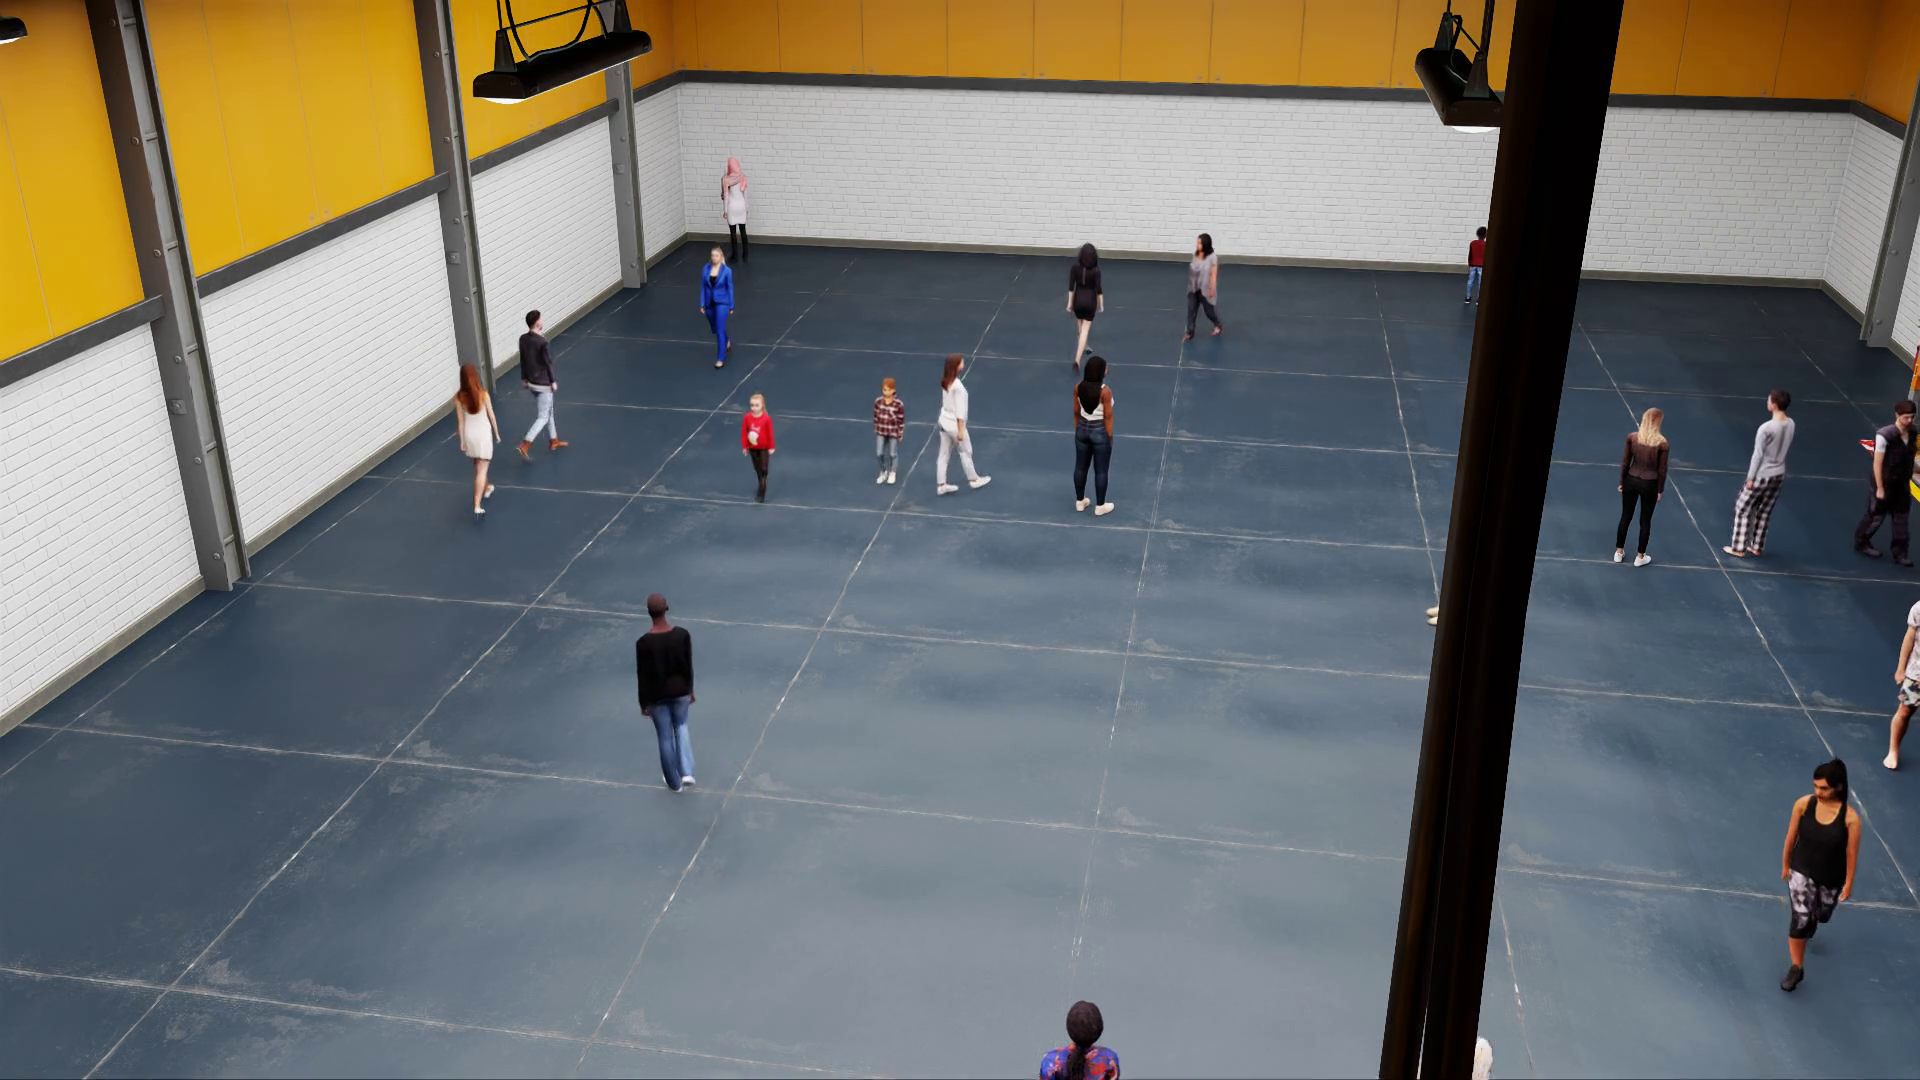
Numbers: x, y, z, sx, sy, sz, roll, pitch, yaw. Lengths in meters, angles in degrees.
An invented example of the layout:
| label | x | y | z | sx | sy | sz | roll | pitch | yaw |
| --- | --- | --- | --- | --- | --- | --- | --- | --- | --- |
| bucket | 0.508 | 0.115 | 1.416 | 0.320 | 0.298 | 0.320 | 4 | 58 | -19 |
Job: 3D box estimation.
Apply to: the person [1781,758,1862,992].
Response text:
| label | x | y | z | sx | sy | sz | roll | pitch | yaw |
| --- | --- | --- | --- | --- | --- | --- | --- | --- | --- |
| person | 5.741 | 2.174 | 11.097 | 0.846 | 1.648 | 1.073 | 14 | 27 | 30 |

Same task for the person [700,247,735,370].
| label | x | y | z | sx | sy | sz | roll | pitch | yaw |
| --- | --- | --- | --- | --- | --- | --- | --- | --- | --- |
| person | -3.424 | -3.335 | 23.672 | 0.689 | 1.671 | 1.109 | 7 | 24 | 15 |

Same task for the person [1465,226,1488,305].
| label | x | y | z | sx | sy | sz | roll | pitch | yaw |
| --- | --- | --- | --- | --- | --- | --- | --- | --- | --- |
| person | 8.308 | -4.408 | 26.643 | 0.577 | 1.256 | 0.601 | 16 | 28 | 33 |

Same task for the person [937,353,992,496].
| label | x | y | z | sx | sy | sz | roll | pitch | yaw |
| --- | --- | --- | --- | --- | --- | --- | --- | --- | --- |
| person | -0.142 | -1.303 | 19.026 | 1.001 | 1.670 | 0.951 | -15 | 28 | -30 |

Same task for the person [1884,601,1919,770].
| label | x | y | z | sx | sy | sz | roll | pitch | yaw |
| --- | --- | --- | --- | --- | --- | --- | --- | --- | --- |
| person | 7.904 | 1.032 | 13.508 | 0.704 | 1.811 | 0.619 | 8 | 25 | 18 |

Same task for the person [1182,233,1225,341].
| label | x | y | z | sx | sy | sz | roll | pitch | yaw |
| --- | --- | --- | --- | --- | --- | --- | --- | --- | --- |
| person | 3.670 | -3.779 | 24.795 | 1.090 | 1.585 | 0.975 | -21 | 31 | -39 |

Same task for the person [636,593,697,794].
| label | x | y | z | sx | sy | sz | roll | pitch | yaw |
| --- | --- | --- | --- | --- | --- | --- | --- | --- | --- |
| person | -2.273 | 1.252 | 13.092 | 0.797 | 1.741 | 0.869 | -11 | 26 | -23 |

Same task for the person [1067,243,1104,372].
| label | x | y | z | sx | sy | sz | roll | pitch | yaw |
| --- | --- | --- | --- | --- | --- | --- | --- | --- | --- |
| person | 1.716 | -3.202 | 23.269 | 0.807 | 1.750 | 1.189 | 10 | 26 | 22 |

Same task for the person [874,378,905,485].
| label | x | y | z | sx | sy | sz | roll | pitch | yaw |
| --- | --- | --- | --- | --- | --- | --- | --- | --- | --- |
| person | -0.815 | -1.303 | 19.490 | 0.546 | 1.296 | 0.529 | 6 | 24 | 13 |

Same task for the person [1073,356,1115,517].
| label | x | y | z | sx | sy | sz | roll | pitch | yaw |
| --- | --- | --- | --- | --- | --- | --- | --- | --- | --- |
| person | 1.481 | -1.167 | 18.543 | 0.732 | 1.808 | 0.746 | 16 | 28 | 32 |

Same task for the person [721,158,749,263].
| label | x | y | z | sx | sy | sz | roll | pitch | yaw |
| --- | --- | --- | --- | --- | --- | --- | --- | --- | --- |
| person | -3.917 | -5.787 | 29.116 | 0.740 | 1.804 | 0.780 | -12 | 26 | -25 |

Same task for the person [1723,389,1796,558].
| label | x | y | z | sx | sy | sz | roll | pitch | yaw |
| --- | --- | --- | --- | --- | --- | --- | --- | --- | --- |
| person | 8.470 | -0.671 | 17.364 | 0.778 | 1.842 | 0.808 | -10 | 26 | -22 |

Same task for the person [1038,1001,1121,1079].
| label | x | y | z | sx | sy | sz | roll | pitch | yaw |
| --- | --- | --- | --- | --- | --- | --- | --- | --- | --- |
| person | 0.605 | 3.186 | 8.682 | 0.661 | 1.729 | 0.689 | -3 | 24 | -6 |

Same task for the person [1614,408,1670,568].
| label | x | y | z | sx | sy | sz | roll | pitch | yaw |
| --- | --- | --- | --- | --- | --- | --- | --- | --- | --- |
| person | 7.071 | -0.557 | 17.278 | 0.676 | 1.703 | 0.677 | 18 | 30 | 36 |

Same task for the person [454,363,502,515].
| label | x | y | z | sx | sy | sz | roll | pitch | yaw |
| --- | --- | --- | --- | --- | --- | --- | --- | --- | --- |
| person | -5.389 | -1.091 | 18.538 | 0.627 | 1.671 | 1.165 | 1 | 24 | 3 |

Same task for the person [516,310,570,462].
| label | x | y | z | sx | sy | sz | roll | pitch | yaw |
| --- | --- | --- | --- | --- | --- | --- | --- | --- | --- |
| person | -5.127 | -1.845 | 20.089 | 0.983 | 1.810 | 1.204 | 16 | 29 | 33 |

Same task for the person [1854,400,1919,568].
| label | x | y | z | sx | sy | sz | roll | pitch | yaw |
| --- | --- | --- | --- | --- | --- | --- | --- | --- | --- |
| person | 9.610 | -0.640 | 17.336 | 0.980 | 1.808 | 1.105 | -9 | 25 | -20 |

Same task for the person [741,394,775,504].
| label | x | y | z | sx | sy | sz | roll | pitch | yaw |
| --- | --- | --- | --- | --- | --- | --- | --- | --- | --- |
| person | -2.286 | -1.075 | 19.033 | 0.492 | 1.246 | 0.877 | 5 | 24 | 11 |
